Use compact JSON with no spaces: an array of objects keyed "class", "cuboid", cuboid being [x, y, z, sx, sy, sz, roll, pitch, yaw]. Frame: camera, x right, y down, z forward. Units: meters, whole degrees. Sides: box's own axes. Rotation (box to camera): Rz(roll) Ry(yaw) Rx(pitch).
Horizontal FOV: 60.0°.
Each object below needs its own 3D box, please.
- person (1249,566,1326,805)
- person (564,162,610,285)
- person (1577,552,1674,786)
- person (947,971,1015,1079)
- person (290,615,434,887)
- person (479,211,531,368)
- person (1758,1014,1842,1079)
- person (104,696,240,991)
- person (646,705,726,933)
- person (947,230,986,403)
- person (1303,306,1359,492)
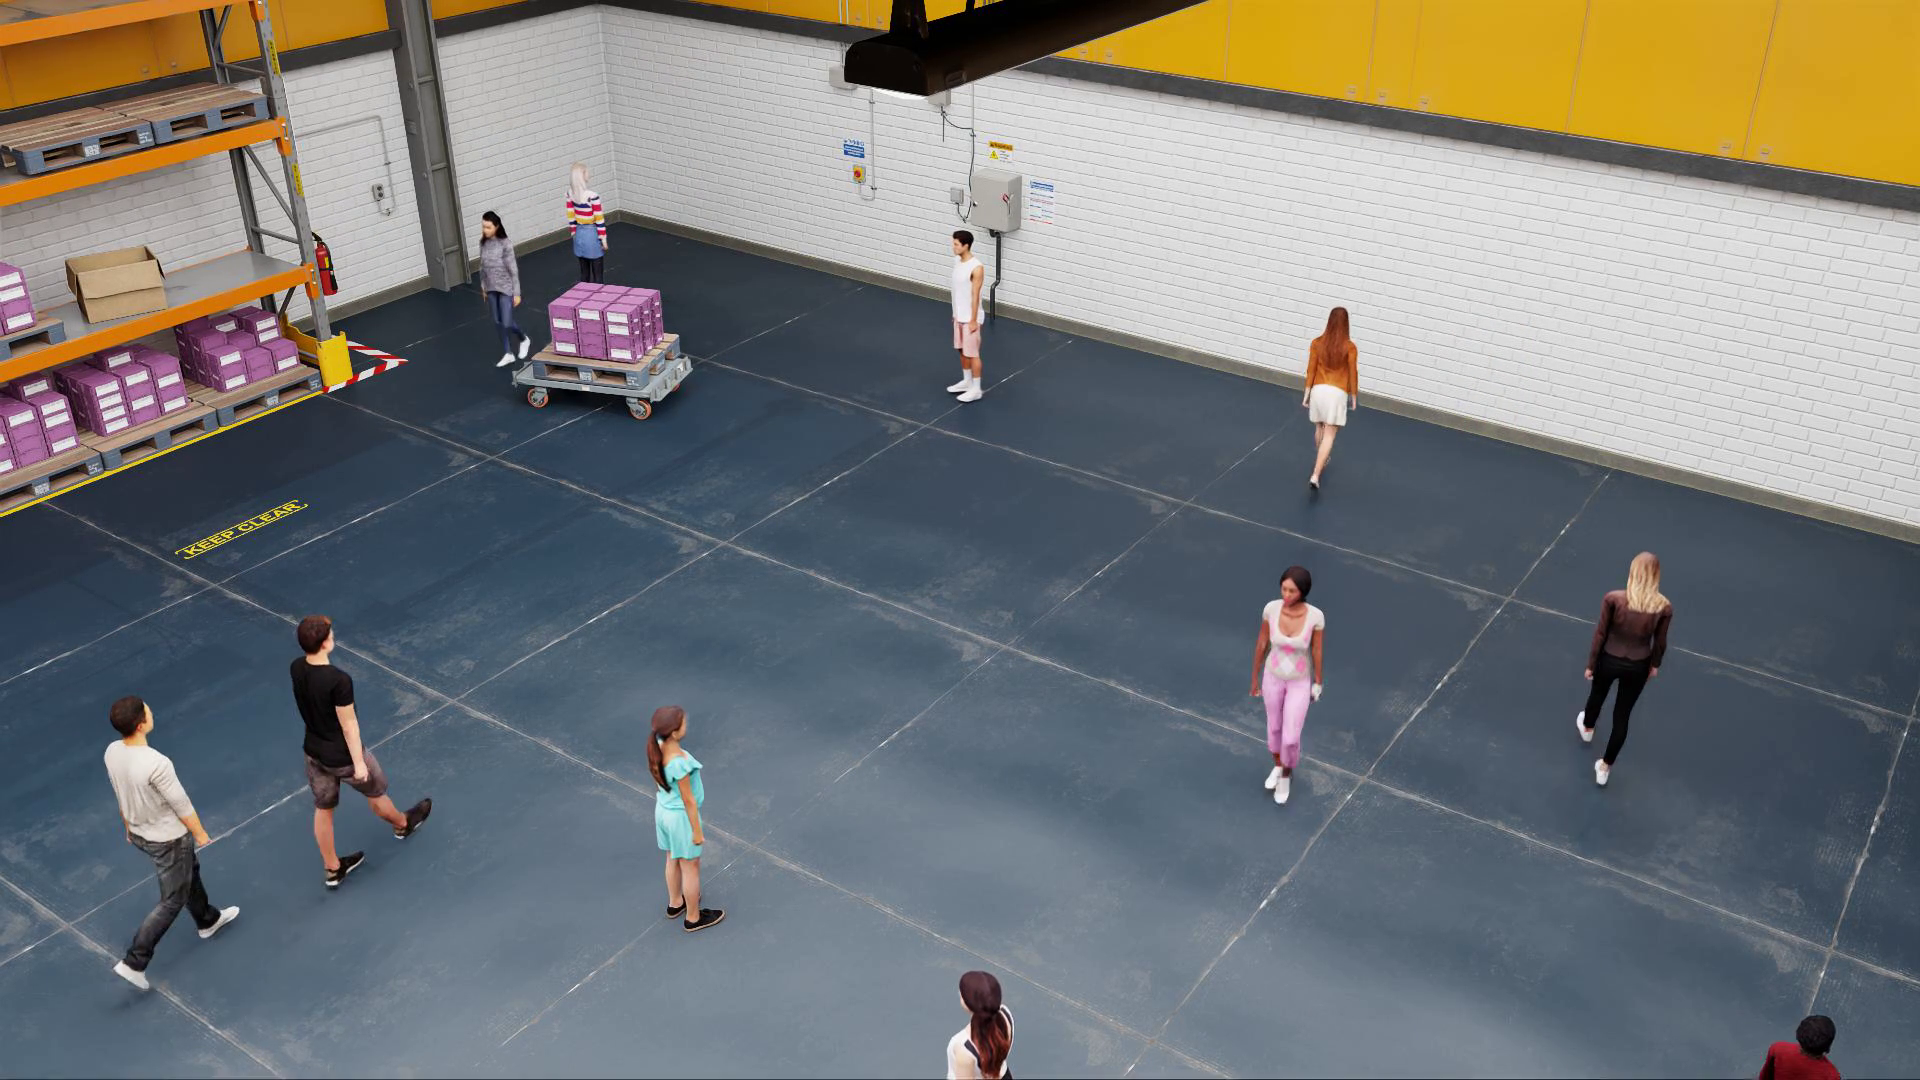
[{"class":"person","cuboid":[2.210,0.918,11.129,0.650,1.723,0.703,13,31,22]},{"class":"person","cuboid":[-4.253,-3.421,18.993,0.672,1.808,0.550,15,32,26]},{"class":"person","cuboid":[4.467,0.904,11.204,0.838,1.674,1.044,8,30,14]},{"class":"person","cuboid":[0.117,2.705,7.932,0.598,1.647,0.450,18,33,30]},{"class":"person","cuboid":[-3.924,1.336,10.245,0.803,1.834,1.106,14,32,24]},{"class":"person","cuboid":[-4.831,-2.695,17.755,0.693,1.720,0.703,14,32,24]},{"class":"person","cuboid":[4.042,2.827,8.130,0.809,1.242,0.588,-25,37,-37]},{"class":"person","cuboid":[-4.673,1.742,9.555,0.737,1.783,1.127,15,32,25]},{"class":"person","cuboid":[-1.683,1.651,9.955,0.614,1.559,0.600,-23,36,-35]},{"class":"person","cuboid":[0.097,-2.301,16.968,0.738,1.780,0.736,-14,32,-24]},{"class":"person","cuboid":[3.347,-1.264,15.164,0.727,1.688,1.128,14,32,24]}]
